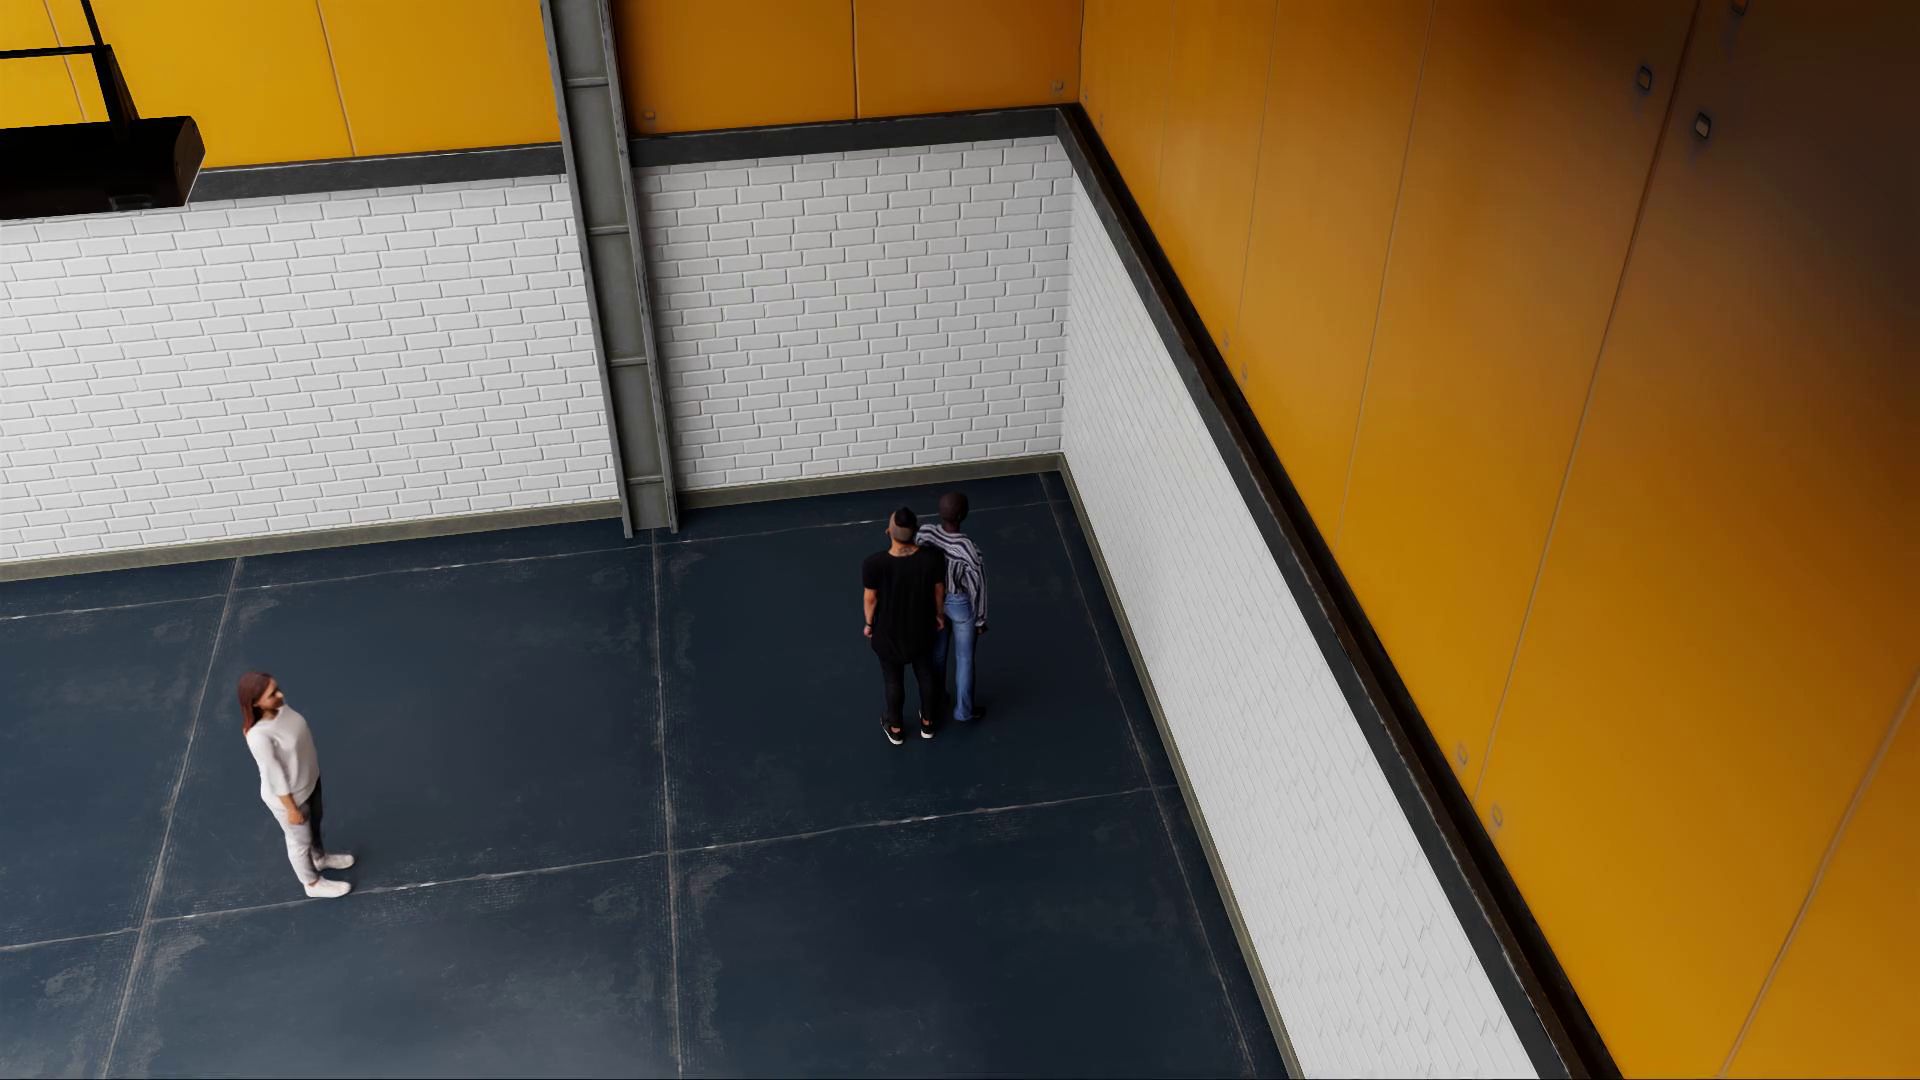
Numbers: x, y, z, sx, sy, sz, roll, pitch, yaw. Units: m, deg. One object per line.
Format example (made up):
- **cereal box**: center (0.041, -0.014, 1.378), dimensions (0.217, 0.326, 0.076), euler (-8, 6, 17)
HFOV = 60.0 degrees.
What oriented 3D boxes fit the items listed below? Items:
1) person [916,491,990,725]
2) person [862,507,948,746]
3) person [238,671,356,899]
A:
- **person**: center (-0.048, 0.430, 10.366), dimensions (0.695, 1.795, 0.765), euler (22, 43, 25)
- **person**: center (-0.334, 0.504, 10.219), dimensions (0.533, 1.863, 0.750), euler (-9, 40, -11)
- **person**: center (-3.739, 1.357, 9.291), dimensions (0.543, 1.688, 0.607), euler (-4, 39, -5)
